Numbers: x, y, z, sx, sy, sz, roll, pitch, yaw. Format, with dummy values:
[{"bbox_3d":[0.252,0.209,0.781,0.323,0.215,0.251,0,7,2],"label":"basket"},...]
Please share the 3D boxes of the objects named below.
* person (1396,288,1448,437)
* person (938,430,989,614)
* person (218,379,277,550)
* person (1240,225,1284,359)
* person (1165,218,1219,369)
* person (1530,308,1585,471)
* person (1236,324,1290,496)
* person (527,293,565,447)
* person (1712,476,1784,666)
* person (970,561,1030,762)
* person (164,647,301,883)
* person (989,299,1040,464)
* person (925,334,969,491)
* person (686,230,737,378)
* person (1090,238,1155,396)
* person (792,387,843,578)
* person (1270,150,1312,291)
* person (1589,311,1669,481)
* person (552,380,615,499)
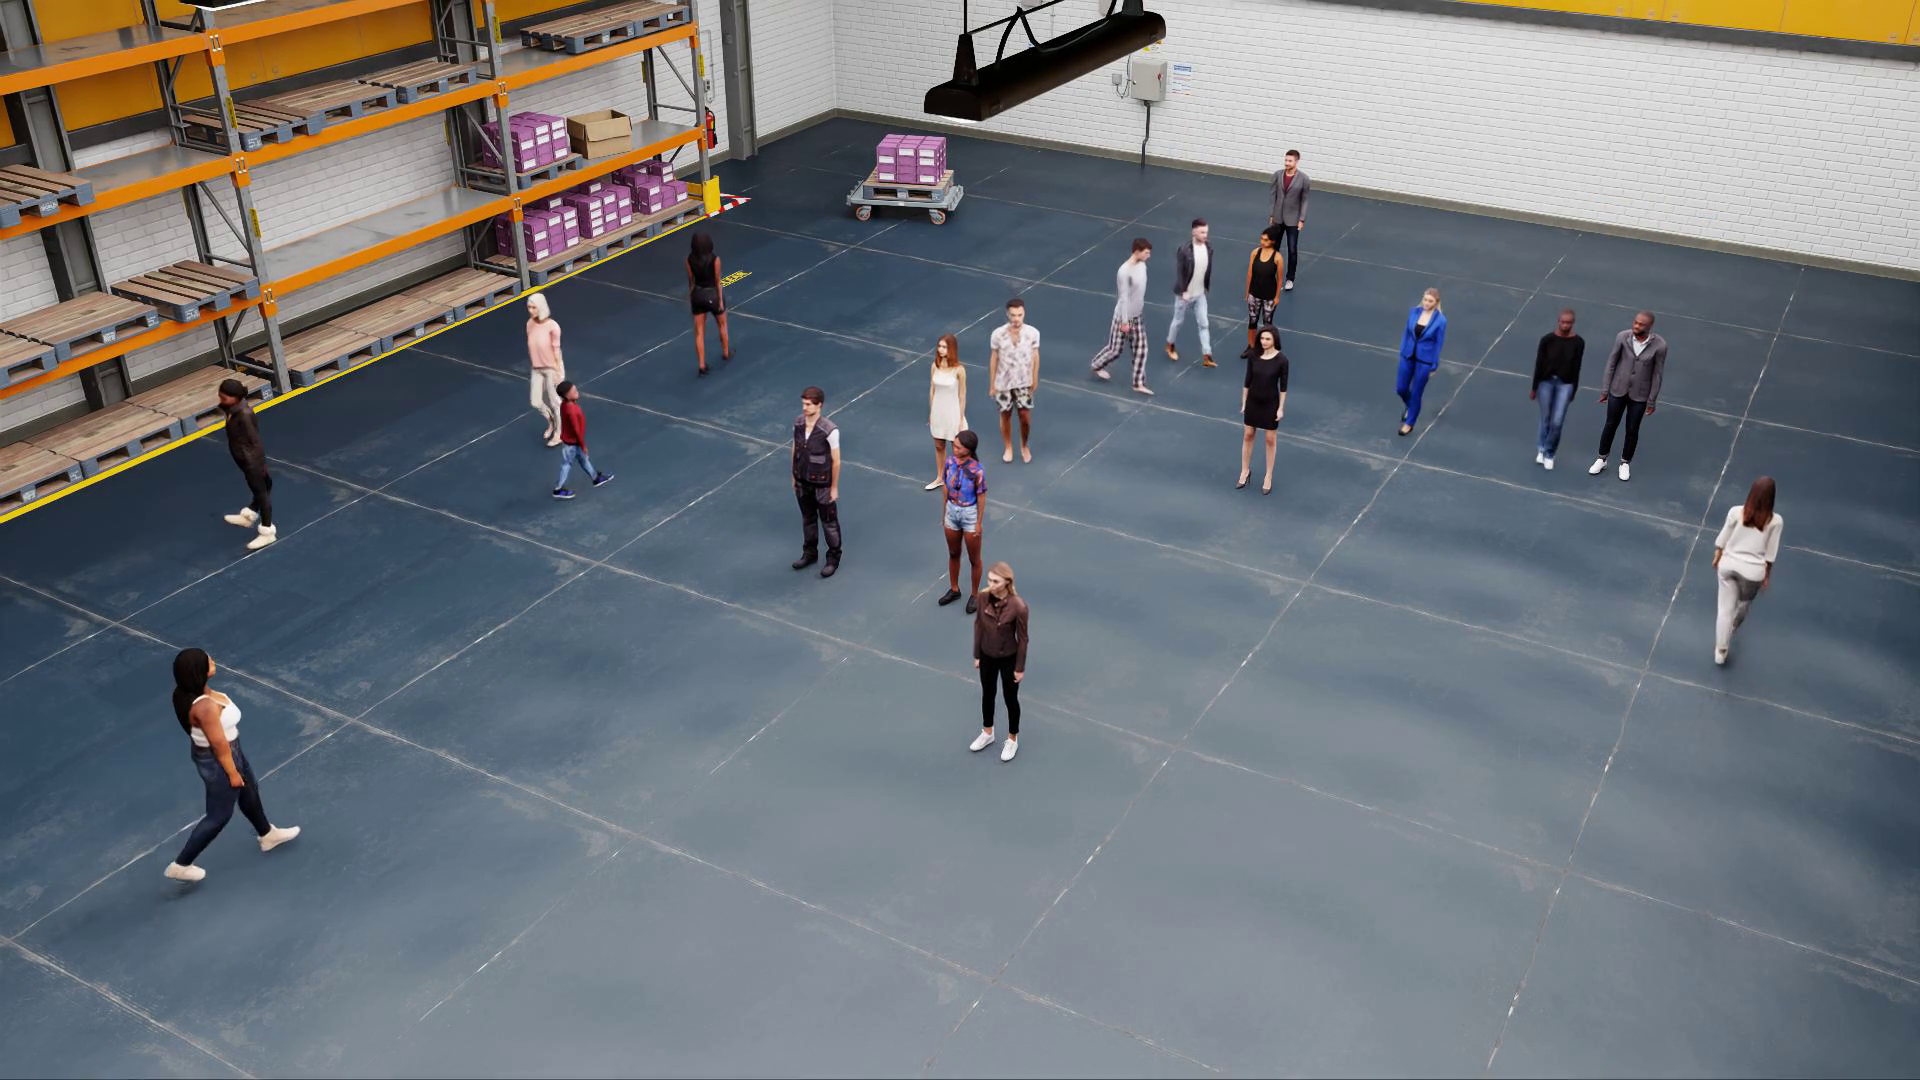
[{"bbox_3d":[5.016,-1.950,18.006,0.675,1.682,0.717,24,37,37],"label":"person"},{"bbox_3d":[0.038,-0.189,14.710,0.584,1.746,0.507,17,33,28],"label":"person"},{"bbox_3d":[-6.869,-0.727,15.787,0.784,1.659,0.673,16,32,27],"label":"person"},{"bbox_3d":[3.634,-2.961,19.874,0.572,1.668,0.503,17,33,28],"label":"person"},{"bbox_3d":[2.680,-2.948,19.712,1.189,1.801,1.154,-12,31,-20],"label":"person"},{"bbox_3d":[6.210,-1.627,17.361,0.657,1.733,0.726,10,30,18],"label":"person"},{"bbox_3d":[3.052,-1.322,16.727,0.580,1.803,0.488,17,33,28],"label":"person"},{"bbox_3d":[-4.349,-1.847,17.782,0.630,1.716,0.634,12,31,20],"label":"person"},{"bbox_3d":[6.553,0.283,13.941,0.672,1.654,1.023,13,31,23],"label":"person"},{"bbox_3d":[0.314,0.904,12.751,0.598,1.703,0.497,17,33,28],"label":"person"},{"bbox_3d":[-5.192,1.580,11.439,1.255,1.774,0.948,-20,34,-32],"label":"person"},{"bbox_3d":[0.552,-1.704,17.430,0.790,1.802,0.805,1,29,2],"label":"person"},{"bbox_3d":[-0.118,-1.274,16.735,0.552,1.712,0.526,17,33,28],"label":"person"},{"bbox_3d":[-2.986,-2.733,19.405,0.784,1.716,1.016,6,29,12],"label":"person"},{"bbox_3d":[1.843,-2.577,19.032,0.880,1.800,1.125,23,36,35],"label":"person"},{"bbox_3d":[-1.314,-0.555,15.275,0.635,1.848,0.558,17,33,28],"label":"person"},{"bbox_3d":[4.329,-4.259,22.041,0.672,1.873,0.586,17,33,28],"label":"person"},{"bbox_3d":[6.872,-1.507,17.056,0.707,1.813,0.564,17,33,28],"label":"person"},{"bbox_3d":[-3.960,-0.995,16.727,0.937,1.230,0.824,-11,30,-19],"label":"person"}]
